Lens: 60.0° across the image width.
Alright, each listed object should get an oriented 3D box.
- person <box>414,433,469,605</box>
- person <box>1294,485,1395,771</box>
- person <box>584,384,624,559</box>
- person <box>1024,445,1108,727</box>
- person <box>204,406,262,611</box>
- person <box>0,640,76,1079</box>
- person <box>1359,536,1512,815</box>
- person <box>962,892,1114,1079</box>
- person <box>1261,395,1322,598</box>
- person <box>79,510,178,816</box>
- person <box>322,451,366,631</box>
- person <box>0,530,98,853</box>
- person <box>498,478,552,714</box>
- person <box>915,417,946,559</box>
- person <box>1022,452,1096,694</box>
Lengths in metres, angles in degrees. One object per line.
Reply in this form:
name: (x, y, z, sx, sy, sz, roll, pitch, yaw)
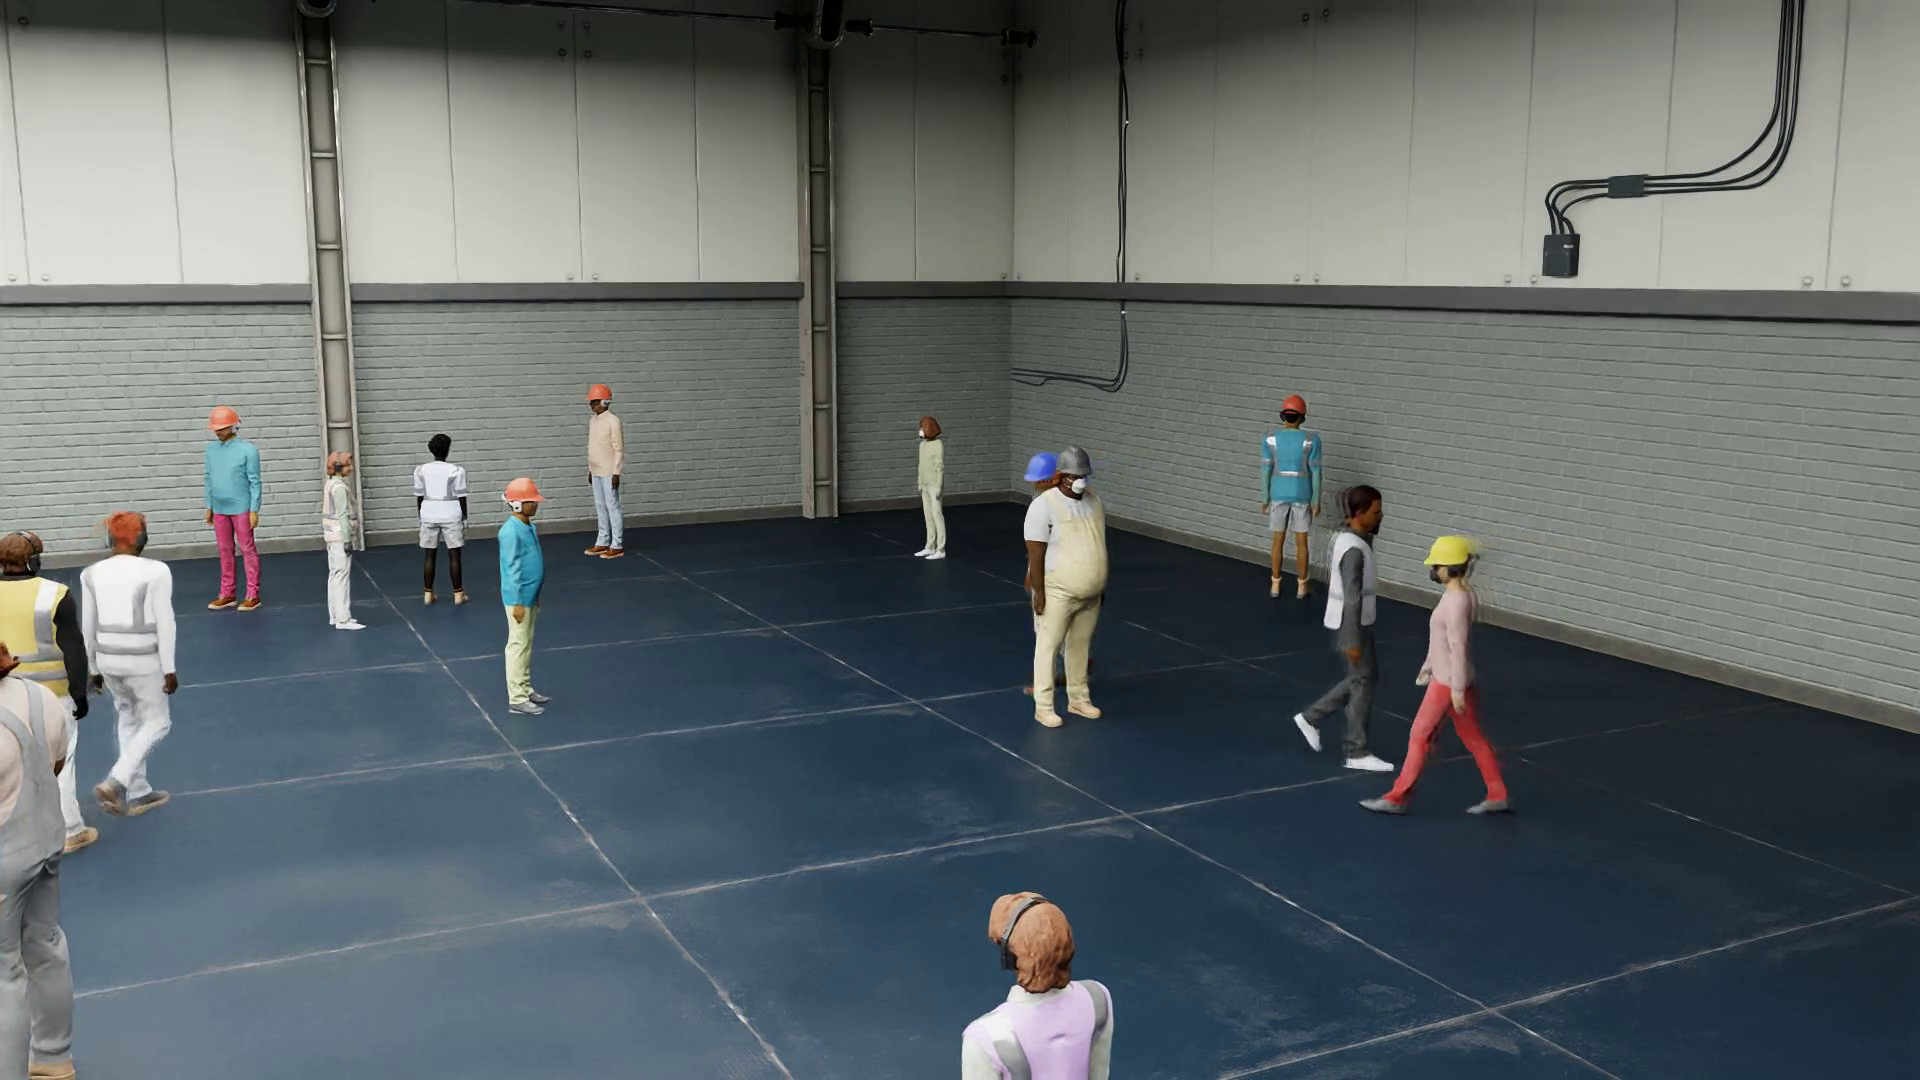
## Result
person: (-5.093, -0.202, 16.356, 0.535, 1.690, 0.321, 0, 9, 3)
person: (2.562, 0.571, 10.943, 0.579, 1.901, 0.619, 2, 9, 13)
person: (-4.077, -0.789, 19.028, 0.384, 1.993, 0.623, -8, 12, -42)
person: (0.825, 0.323, 12.037, 0.686, 2.000, 0.535, -7, 12, -37)
person: (-7.037, -0.305, 16.071, 0.608, 1.987, 0.388, 3, 10, 16)
person: (-3.771, 1.237, 6.410, 0.536, 2.000, 0.672, 0, 9, 3)
person: (2.909, 0.823, 9.949, 0.875, 1.724, 0.532, 4, 10, 21)
person: (0.201, 1.747, 4.490, 0.514, 1.642, 0.310, -8, 12, -39)
person: (3.326, -0.435, 16.697, 0.605, 2.045, 0.379, 3, 10, 20)
person: (-4.978, 0.759, 9.896, 0.619, 1.862, 0.610, 2, 9, 10)
person: (-5.666, 0.006, 15.234, 0.312, 1.636, 0.518, -5, 11, -30)
person: (-5.209, 0.866, 9.350, 0.635, 1.845, 0.429, -1, 9, -5)
person: (-3.240, 0.406, 12.402, 0.327, 1.753, 0.561, 0, 9, -2)
person: (-0.336, -0.597, 18.984, 0.290, 1.626, 0.508, -5, 11, -30)
person: (0.707, 0.270, 12.728, 0.534, 1.923, 0.641, -3, 10, -18)
